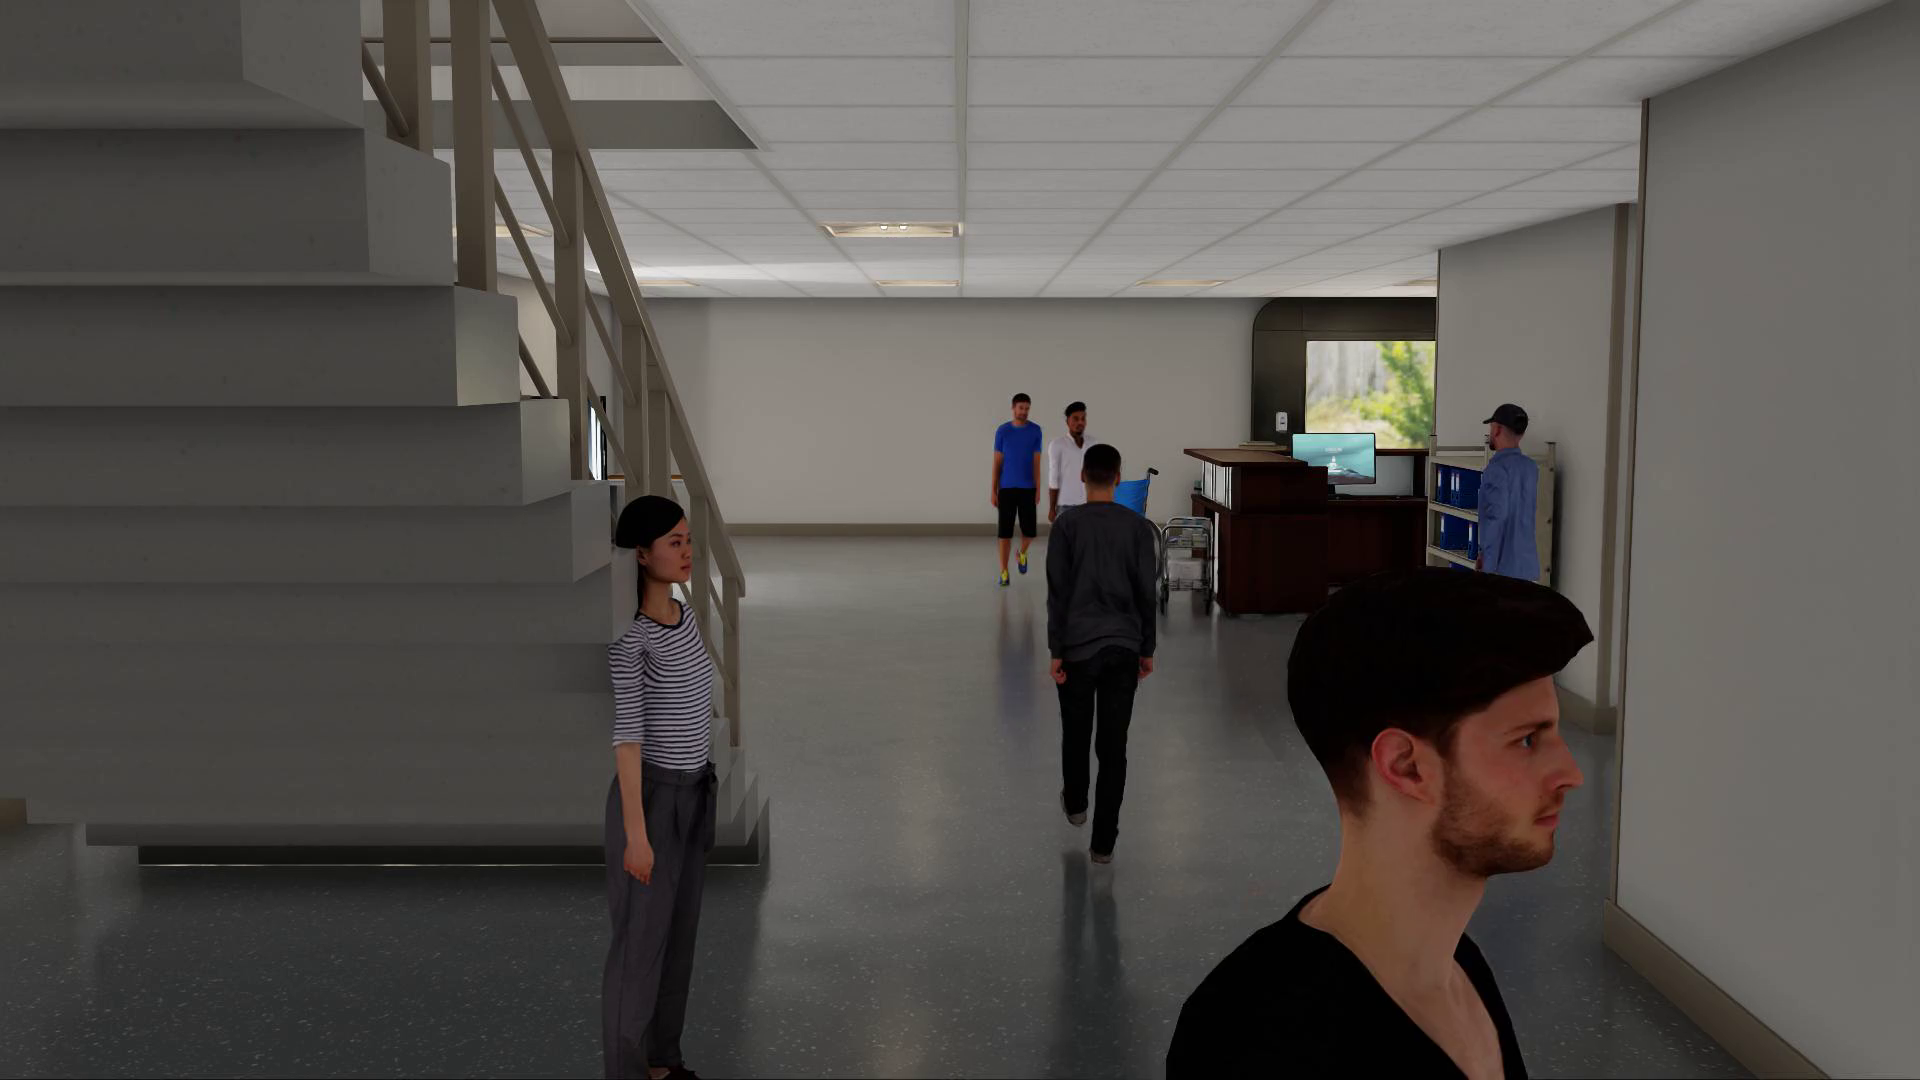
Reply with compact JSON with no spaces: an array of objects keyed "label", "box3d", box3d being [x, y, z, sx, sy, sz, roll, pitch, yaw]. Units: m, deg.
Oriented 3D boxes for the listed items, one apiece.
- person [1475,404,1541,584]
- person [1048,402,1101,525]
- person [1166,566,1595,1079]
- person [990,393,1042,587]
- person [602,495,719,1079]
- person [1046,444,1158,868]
[{"label":"person","box3d":[3.142,0.193,9.339,1.033,1.851,1.144,-5,8,-40]},{"label":"person","box3d":[1.010,-0.304,14.711,0.908,1.765,1.223,-2,6,-20]},{"label":"person","box3d":[0.274,0.962,1.521,0.955,1.886,0.913,3,7,29]},{"label":"person","box3d":[0.563,-0.483,16.093,0.649,1.846,0.848,1,6,7]},{"label":"person","box3d":[-0.835,0.738,4.517,0.702,1.733,0.533,1,6,14]},{"label":"person","box3d":[0.581,0.498,6.929,0.634,1.727,1.047,0,6,1]}]
